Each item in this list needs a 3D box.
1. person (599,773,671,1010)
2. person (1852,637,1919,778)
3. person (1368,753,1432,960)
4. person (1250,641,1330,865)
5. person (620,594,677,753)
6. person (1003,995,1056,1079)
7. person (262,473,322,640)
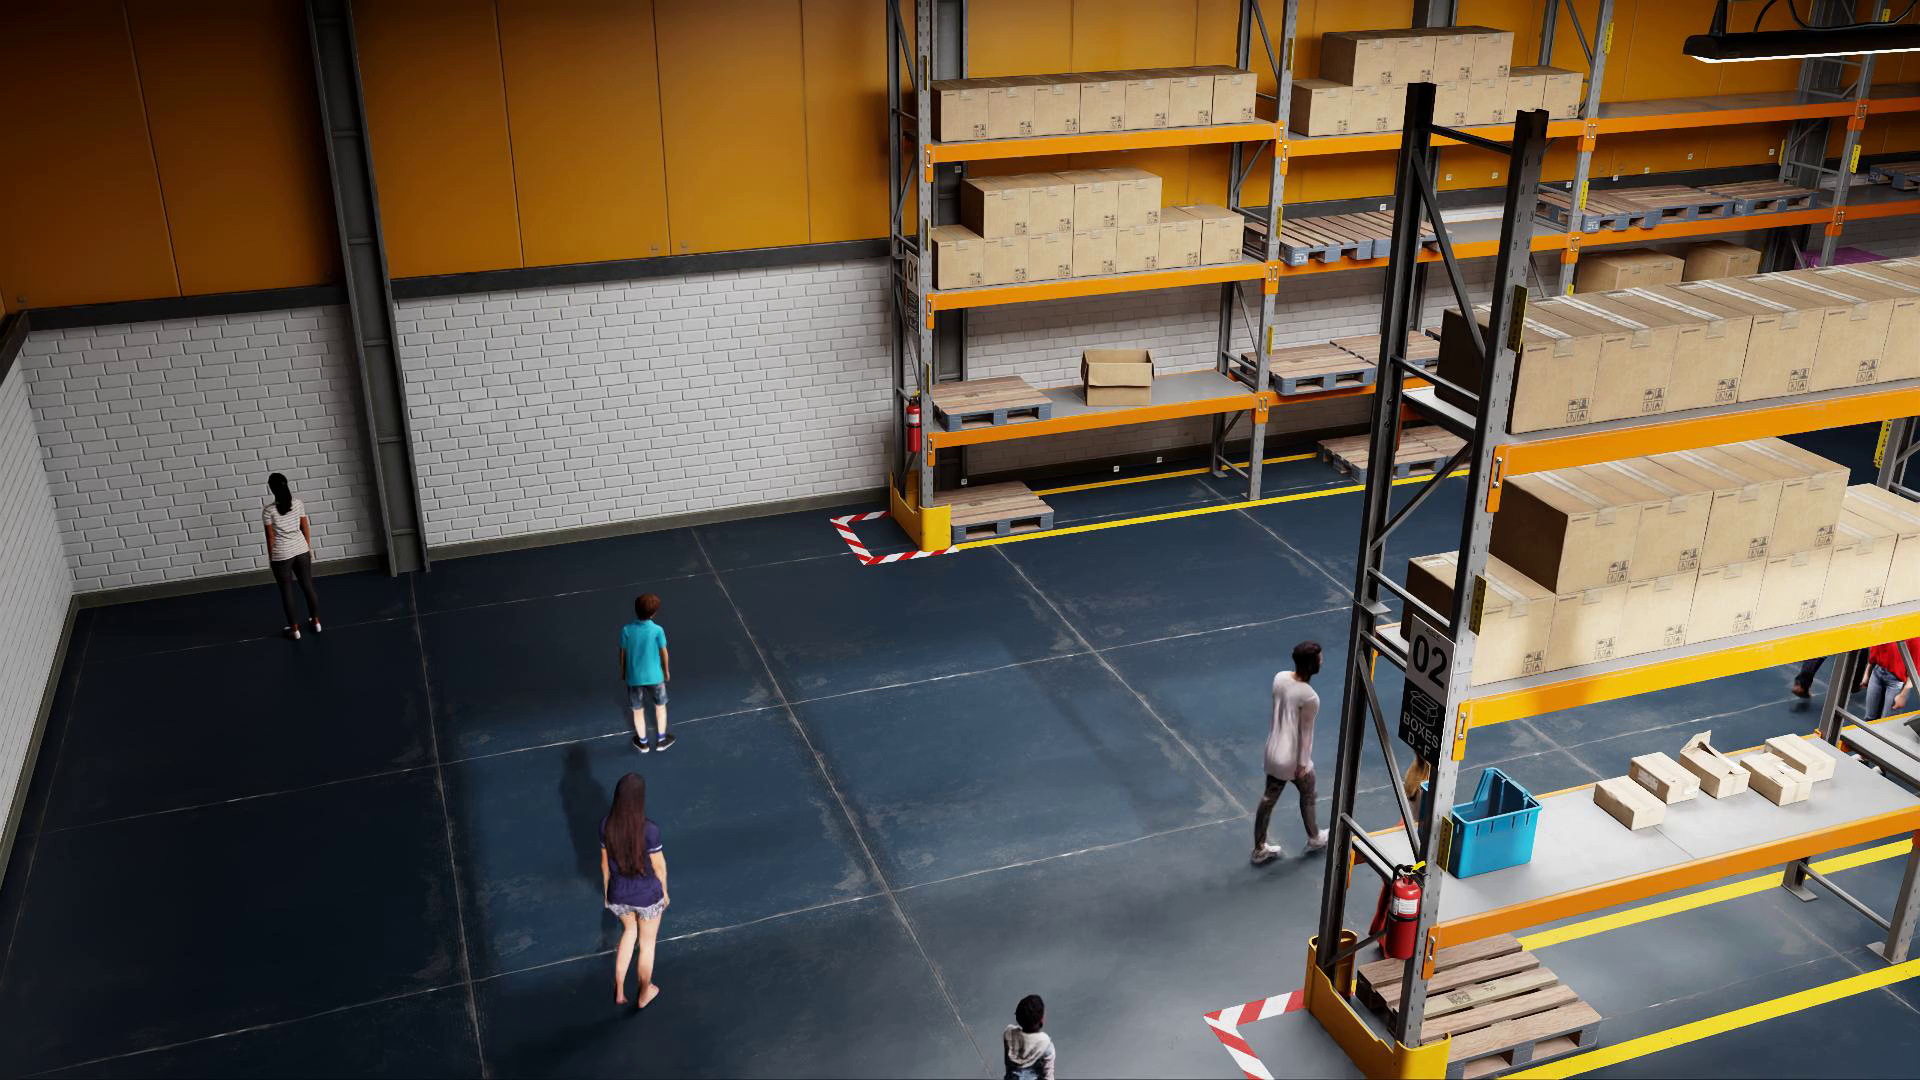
[{"bbox_3d":[-2.110,2.332,10.665,0.739,1.754,0.793,6,24,13],"label":"person"},{"bbox_3d":[7.509,1.151,13.426,0.506,1.705,0.617,-7,25,-16],"label":"person"},{"bbox_3d":[3.058,2.068,11.217,0.756,1.794,0.755,1,24,2],"label":"person"},{"bbox_3d":[2.367,1.601,12.277,1.029,1.802,0.769,-13,27,-27],"label":"person"},{"bbox_3d":[-2.626,1.114,13.848,0.505,1.435,0.641,-9,25,-19],"label":"person"},{"bbox_3d":[0.352,3.157,9.430,0.827,1.231,0.874,9,25,20],"label":"person"},{"bbox_3d":[-6.370,0.136,15.827,0.698,1.644,0.589,20,30,38],"label":"person"}]
